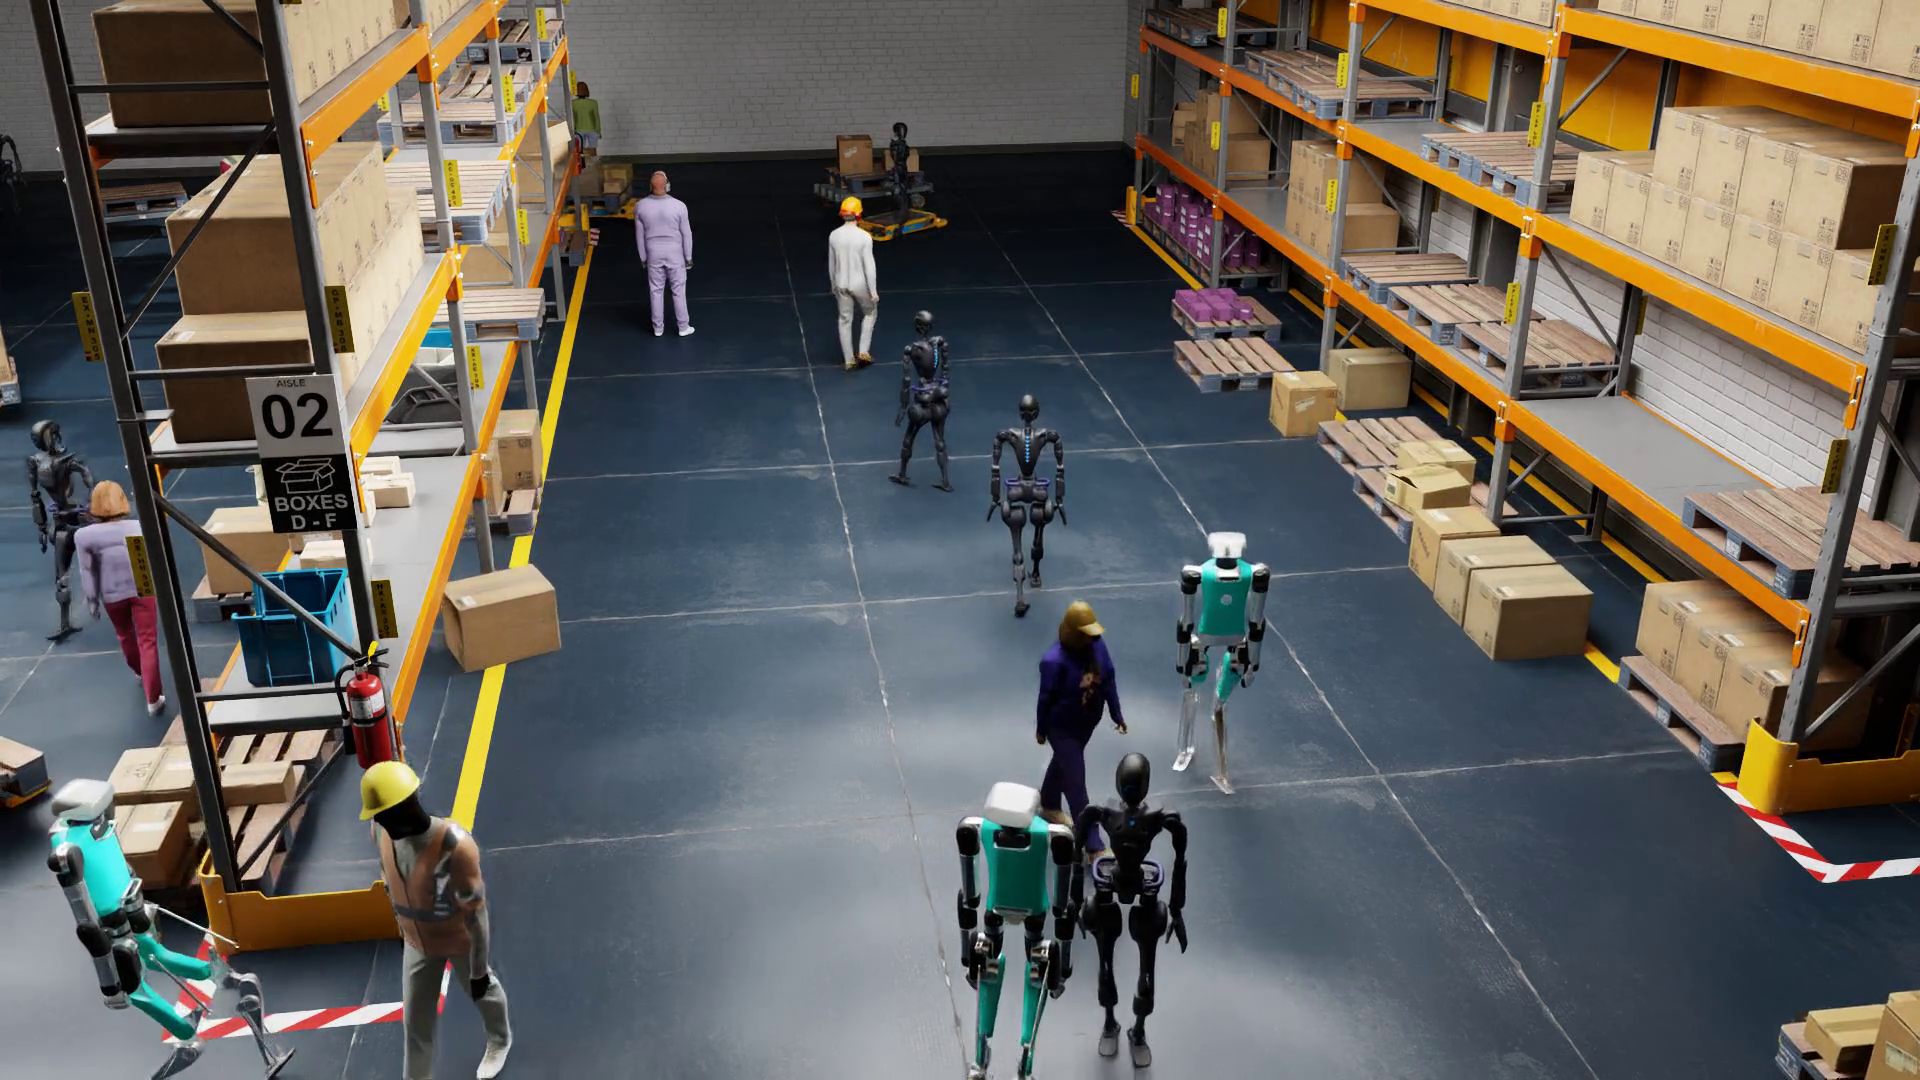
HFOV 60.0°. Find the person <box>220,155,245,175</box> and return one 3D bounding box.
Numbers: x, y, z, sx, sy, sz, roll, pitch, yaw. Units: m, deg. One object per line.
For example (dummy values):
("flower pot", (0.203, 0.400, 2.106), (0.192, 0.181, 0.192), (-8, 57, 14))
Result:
("person", (-9.394, -4.415, 21.781), (0.431, 1.844, 0.622), (7, 25, 15))

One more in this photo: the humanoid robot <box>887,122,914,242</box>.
("humanoid robot", (-0.825, -5.042, 23.412), (0.340, 1.656, 0.615), (5, 24, 11))

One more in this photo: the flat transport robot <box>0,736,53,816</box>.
("flat transport robot", (-6.277, 1.656, 9.906), (0.659, 0.231, 1.431), (12, 26, 26))

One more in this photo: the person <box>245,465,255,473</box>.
("person", (-6.607, -1.505, 15.250), (0.750, 1.759, 0.423), (19, 30, 36))

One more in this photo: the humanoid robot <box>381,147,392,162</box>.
("humanoid robot", (-7.110, -4.179, 21.461), (0.557, 1.847, 0.872), (13, 27, 28))

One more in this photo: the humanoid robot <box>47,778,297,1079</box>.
("humanoid robot", (-3.534, 1.869, 7.628), (0.974, 1.771, 0.548), (-3, 24, -8))

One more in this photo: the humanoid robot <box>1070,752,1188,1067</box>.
("humanoid robot", (0.799, 1.748, 7.943), (0.600, 1.652, 0.321), (2, 24, 5))

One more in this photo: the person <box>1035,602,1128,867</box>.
("person", (0.720, 1.086, 9.565), (0.460, 1.579, 0.858), (-19, 30, -37))

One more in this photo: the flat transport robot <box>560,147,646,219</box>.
("flat transport robot", (-5.460, -4.996, 25.060), (1.431, 0.231, 0.659), (0, 24, 1))

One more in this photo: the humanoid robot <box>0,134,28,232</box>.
("humanoid robot", (-13.812, -5.278, 23.977), (0.588, 1.642, 0.392), (-12, 26, -26))

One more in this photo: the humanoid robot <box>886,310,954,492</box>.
("humanoid robot", (-0.339, -1.256, 14.805), (0.599, 1.636, 0.656), (-21, 31, -40))

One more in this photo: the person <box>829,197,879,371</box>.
("person", (-1.125, -2.776, 17.999), (0.615, 1.878, 0.536), (9, 25, 20))

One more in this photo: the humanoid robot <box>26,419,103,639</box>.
("humanoid robot", (-6.478, -0.101, 12.216), (0.613, 1.647, 0.686), (5, 24, 11))

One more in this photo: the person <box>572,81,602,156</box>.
("person", (-6.084, -6.620, 27.057), (0.498, 1.633, 0.279), (-2, 24, -4))

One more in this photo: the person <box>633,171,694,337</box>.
("person", (-3.375, -3.271, 19.091), (0.640, 1.913, 0.411), (1, 24, 2))

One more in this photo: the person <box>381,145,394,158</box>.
("person", (-7.838, -4.931, 23.087), (0.574, 1.728, 0.539), (1, 24, 3))

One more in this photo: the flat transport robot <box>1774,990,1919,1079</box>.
("flat transport robot", (4.466, 2.672, 7.591), (0.659, 0.231, 1.431), (-3, 24, -7))

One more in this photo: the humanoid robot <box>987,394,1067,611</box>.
("humanoid robot", (0.516, -0.290, 12.677), (0.616, 1.627, 0.798), (1, 24, 1))

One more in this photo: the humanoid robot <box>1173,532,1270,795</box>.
("humanoid robot", (1.559, 0.674, 10.319), (0.531, 1.765, 0.839), (-1, 24, -1))

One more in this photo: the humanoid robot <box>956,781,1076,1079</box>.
("humanoid robot", (0.206, 2.003, 7.348), (0.552, 1.843, 0.709), (5, 24, 11))

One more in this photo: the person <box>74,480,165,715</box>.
("person", (-5.610, 0.345, 11.248), (0.511, 1.591, 0.791), (-8, 25, -18))

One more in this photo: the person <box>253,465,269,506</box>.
("person", (-5.815, -0.942, 13.976), (0.572, 1.749, 0.337), (-7, 25, -15))

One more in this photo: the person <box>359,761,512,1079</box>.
("person", (-2.398, 1.838, 7.513), (0.616, 1.845, 0.997), (8, 25, 18))

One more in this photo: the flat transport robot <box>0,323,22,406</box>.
("flat transport robot", (-10.077, -1.314, 16.672), (0.659, 0.231, 1.431), (-13, 27, -27))

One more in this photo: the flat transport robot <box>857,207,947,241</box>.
("flat transport robot", (-0.908, -4.577, 24.105), (0.659, 0.231, 1.431), (20, 31, 38))
